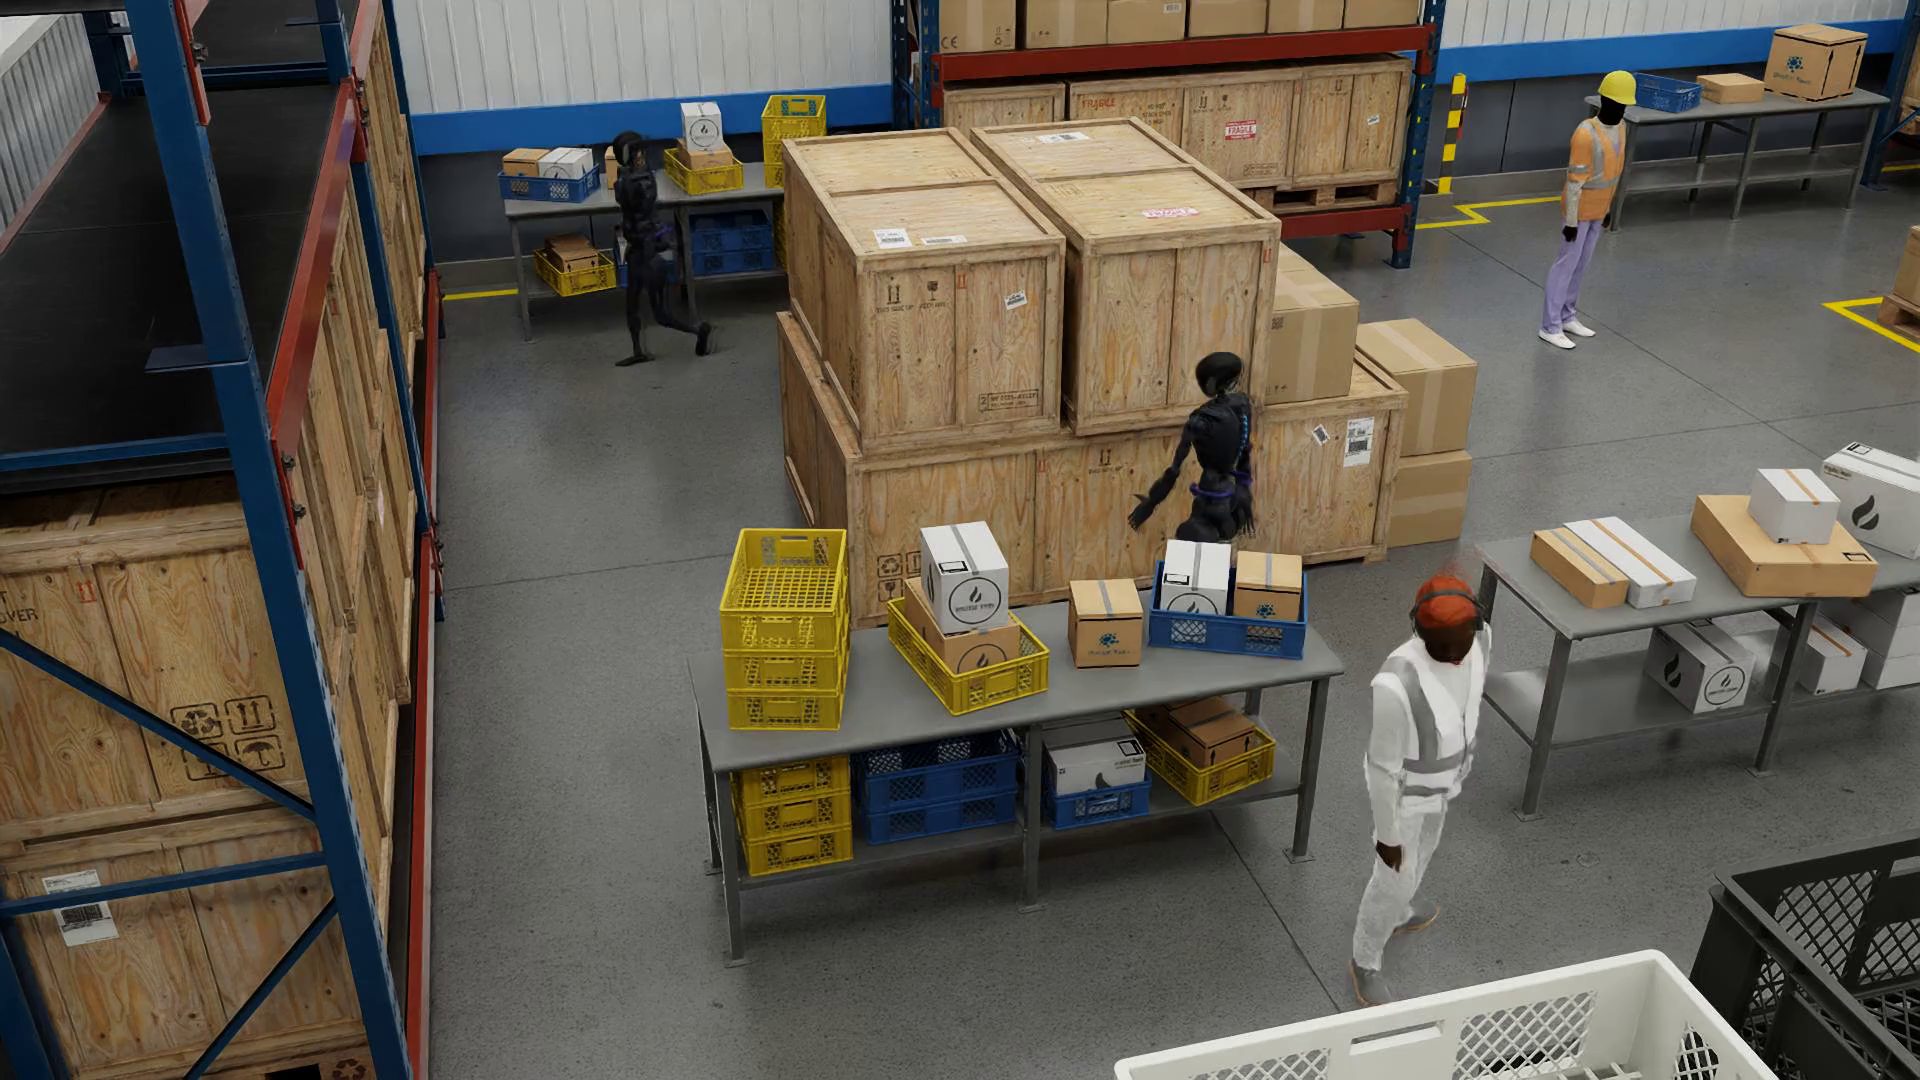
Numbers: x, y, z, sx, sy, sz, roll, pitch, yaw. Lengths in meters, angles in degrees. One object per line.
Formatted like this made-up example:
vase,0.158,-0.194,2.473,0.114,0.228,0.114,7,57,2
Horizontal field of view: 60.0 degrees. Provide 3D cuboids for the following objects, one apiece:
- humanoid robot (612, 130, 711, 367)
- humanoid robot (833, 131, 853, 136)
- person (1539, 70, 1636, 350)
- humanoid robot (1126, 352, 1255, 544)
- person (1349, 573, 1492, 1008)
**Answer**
humanoid robot,-2.073,-1.979,11.262,0.614,1.631,0.582,-18,34,-29
humanoid robot,-0.748,-1.922,11.144,0.351,1.651,0.565,17,33,28
person,4.387,-2.302,11.580,0.587,1.923,0.379,-25,38,-38
humanoid robot,1.147,-0.155,7.979,0.612,1.636,0.562,21,35,34
person,1.641,0.847,5.946,0.391,1.845,0.750,25,37,37
